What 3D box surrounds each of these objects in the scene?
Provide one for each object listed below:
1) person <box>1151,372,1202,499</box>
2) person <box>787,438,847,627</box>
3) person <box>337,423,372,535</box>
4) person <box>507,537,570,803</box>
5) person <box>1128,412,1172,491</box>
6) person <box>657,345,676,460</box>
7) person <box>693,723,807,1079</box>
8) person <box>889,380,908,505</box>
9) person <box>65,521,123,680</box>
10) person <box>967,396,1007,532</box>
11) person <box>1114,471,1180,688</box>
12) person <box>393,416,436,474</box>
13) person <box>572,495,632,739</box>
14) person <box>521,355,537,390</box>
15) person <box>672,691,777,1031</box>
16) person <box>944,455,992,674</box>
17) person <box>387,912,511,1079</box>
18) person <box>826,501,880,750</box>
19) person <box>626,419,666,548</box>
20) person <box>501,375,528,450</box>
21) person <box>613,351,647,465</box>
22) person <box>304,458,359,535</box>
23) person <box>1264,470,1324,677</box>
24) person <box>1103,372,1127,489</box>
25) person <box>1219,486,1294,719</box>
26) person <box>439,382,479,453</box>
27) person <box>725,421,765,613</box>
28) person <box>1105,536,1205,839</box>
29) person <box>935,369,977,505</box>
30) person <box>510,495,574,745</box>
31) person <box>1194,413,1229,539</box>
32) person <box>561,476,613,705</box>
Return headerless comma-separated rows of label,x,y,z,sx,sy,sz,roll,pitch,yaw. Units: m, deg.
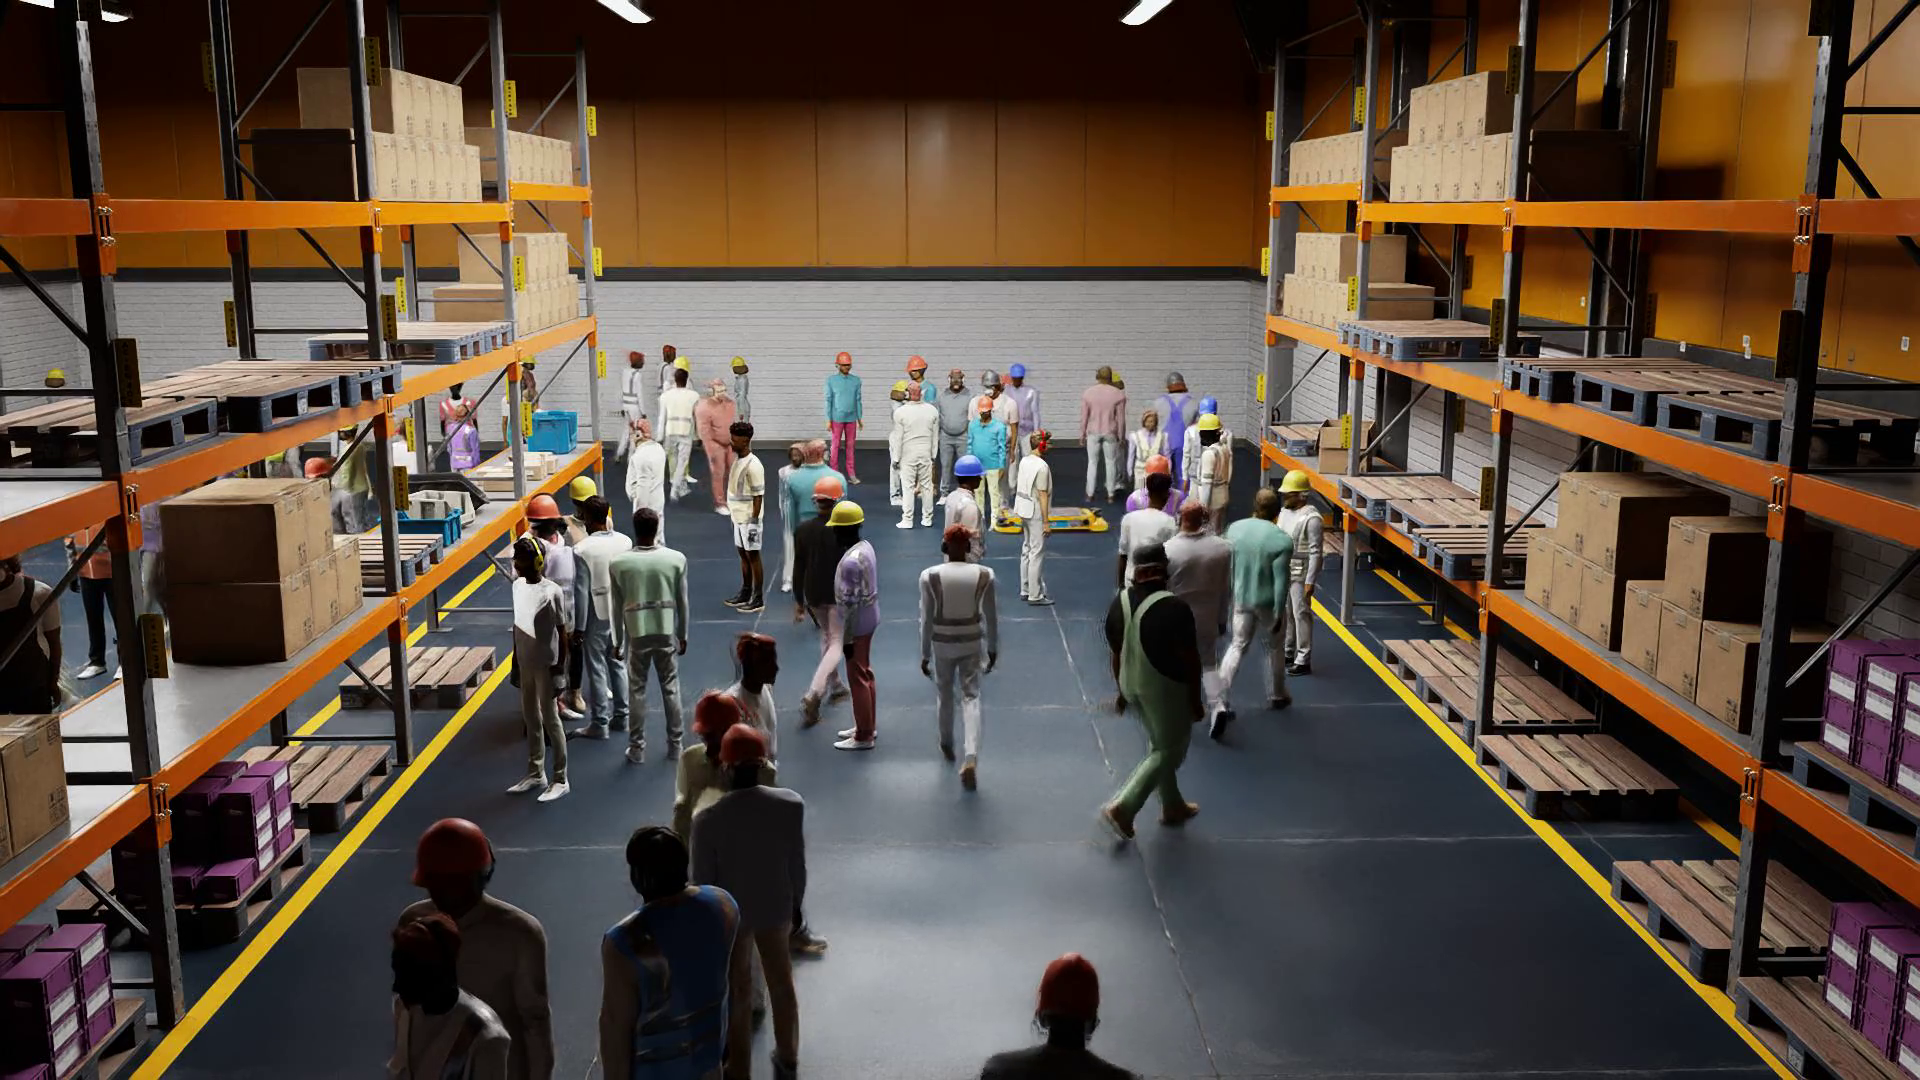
person,2.857,-1.262,21.958,0.698,2.000,0.928,1,11,6
person,-1.382,-0.051,16.260,0.663,1.889,0.580,6,13,26
person,-6.974,-0.551,19.109,0.340,1.761,0.527,0,11,-1
person,-2.952,0.893,11.584,0.532,1.870,0.315,8,14,35
person,2.369,-0.788,20.680,0.532,1.595,0.840,-1,11,-6
person,-4.817,-2.273,27.416,0.346,1.885,0.578,-5,12,-23
person,-0.988,1.710,7.787,0.571,1.748,0.345,-7,13,-31
person,-0.831,-1.358,23.205,0.312,1.737,0.483,0,11,-1
person,-7.516,0.277,14.538,0.590,1.923,0.383,1,11,5
person,0.326,-0.979,21.287,0.564,1.743,0.353,6,13,30
person,1.557,0.389,13.980,0.642,1.929,0.815,10,15,40
person,-6.169,-0.481,18.677,0.604,1.799,0.960,0,11,0
person,-2.775,0.596,12.989,0.402,1.908,0.598,6,13,29
person,-7.097,-2.203,27.397,0.342,1.758,0.526,1,11,4
person,-1.199,1.606,8.334,0.579,1.744,0.386,5,12,23
person,0.052,0.211,14.803,0.391,1.949,0.602,-4,12,-18
person,-1.668,2.106,5.497,0.596,1.878,0.361,10,15,41
person,-0.818,0.647,12.709,0.393,1.919,0.582,2,11,8
person,-3.359,-0.352,17.758,0.399,1.899,0.644,2,11,8
person,-6.086,-1.388,23.083,0.506,1.847,0.343,-4,12,-20
person,-5.286,-2.104,26.657,0.463,1.858,0.680,-8,14,-35
person,-6.108,0.046,16.168,0.661,1.723,0.440,3,12,13
person,2.954,0.288,14.720,0.404,1.828,0.603,-4,12,-19
person,2.273,-1.617,24.525,0.324,1.732,0.490,-3,12,-17
person,2.387,0.505,13.449,0.630,1.905,0.933,9,14,38
person,-7.359,-1.571,24.458,0.554,1.670,0.727,-3,12,-13
person,-2.199,-0.243,17.034,0.366,1.967,0.603,-6,13,-27
person,1.276,0.942,10.908,0.857,2.000,0.685,-8,14,-34
person,-0.062,-1.422,23.092,0.641,1.913,0.407,2,11,11
person,-3.204,0.610,12.863,0.556,1.930,0.389,9,14,38
person,2.706,-0.414,18.017,0.391,1.922,0.590,5,12,24
person,-3.098,0.418,13.821,0.595,1.925,0.375,-11,16,-44
